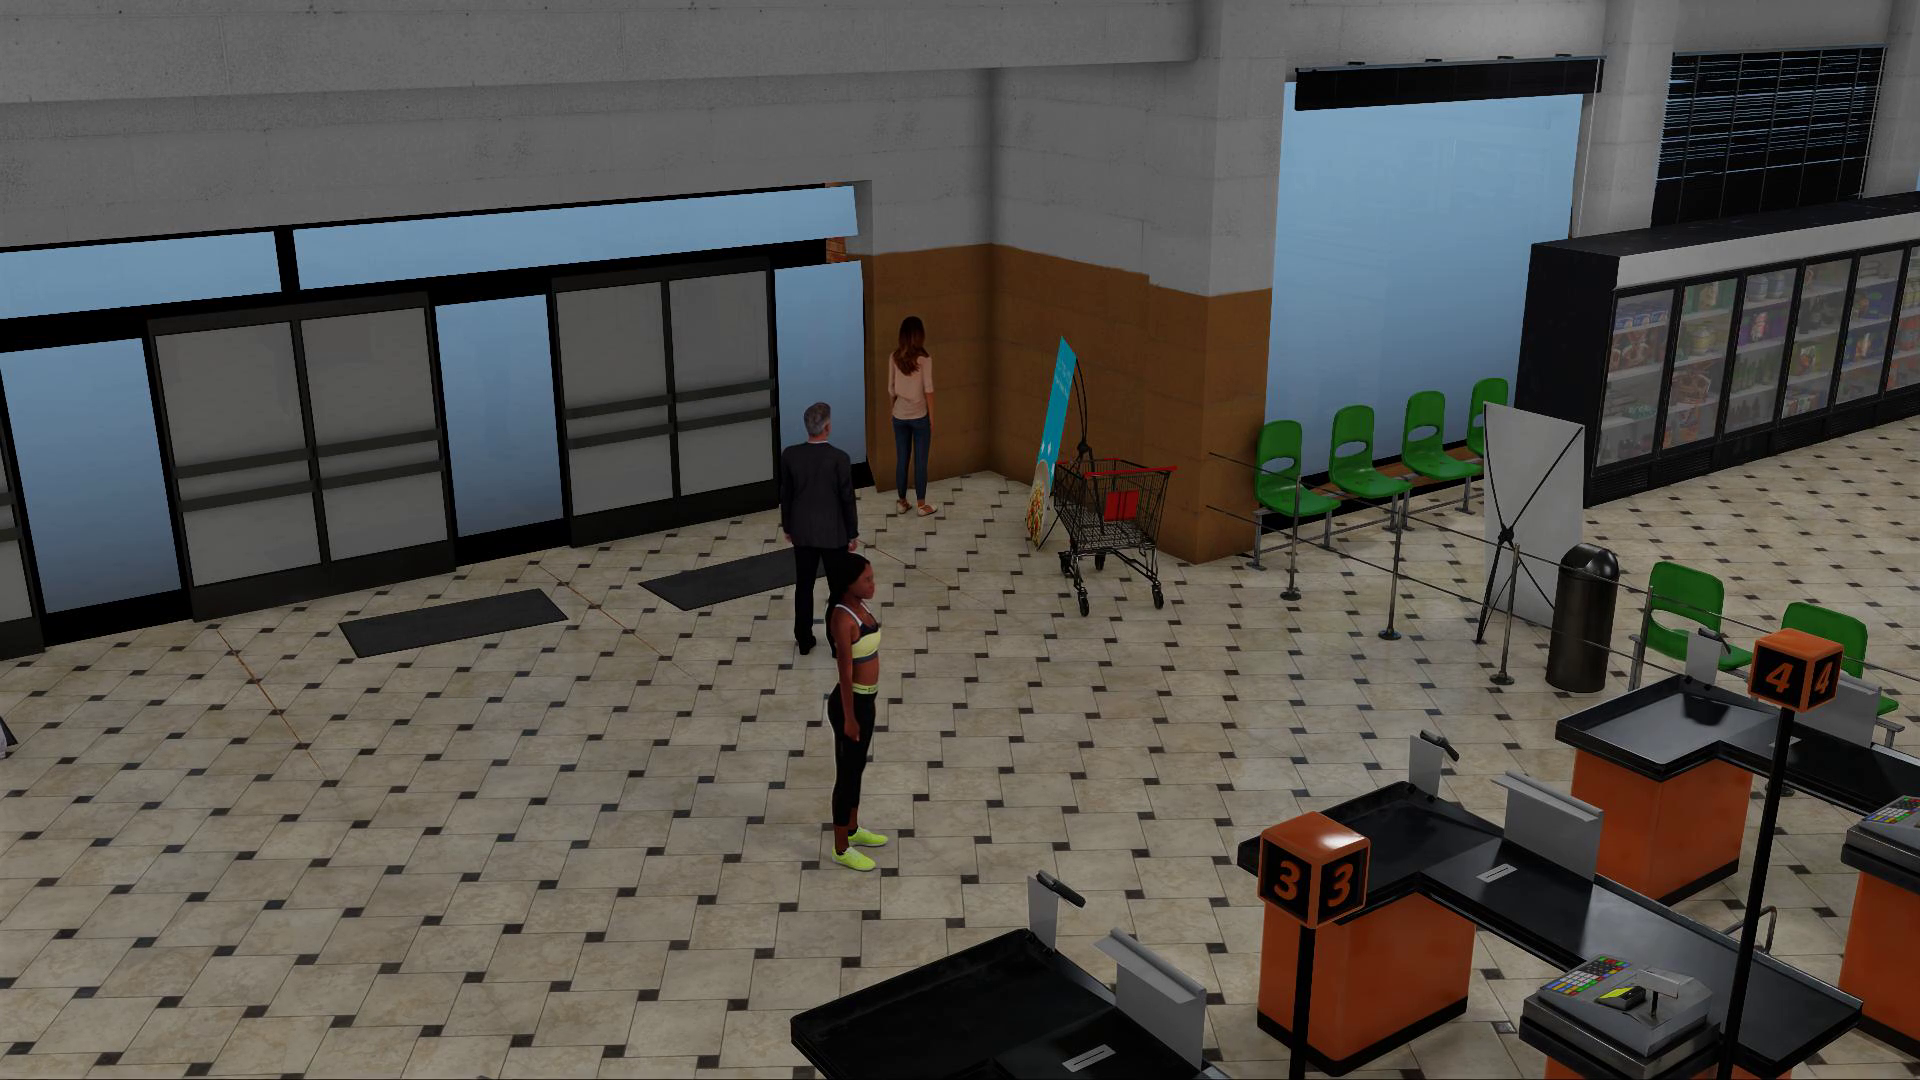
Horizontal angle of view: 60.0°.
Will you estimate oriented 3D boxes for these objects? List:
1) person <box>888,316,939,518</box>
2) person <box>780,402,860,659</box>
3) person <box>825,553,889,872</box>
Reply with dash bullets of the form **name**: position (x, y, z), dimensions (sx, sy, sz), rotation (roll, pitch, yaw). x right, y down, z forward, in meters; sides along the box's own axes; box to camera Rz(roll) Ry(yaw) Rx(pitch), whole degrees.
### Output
- **person**: position (-0.436, -1.101, 14.802), dimensions (0.611, 1.792, 0.727), rotation (9, 21, 26)
- **person**: position (-0.980, -0.075, 11.682), dimensions (0.777, 1.840, 0.869), rotation (5, 19, 15)
- **person**: position (-0.581, 0.900, 8.927), dimensions (0.696, 1.755, 0.641), rotation (4, 19, 11)
